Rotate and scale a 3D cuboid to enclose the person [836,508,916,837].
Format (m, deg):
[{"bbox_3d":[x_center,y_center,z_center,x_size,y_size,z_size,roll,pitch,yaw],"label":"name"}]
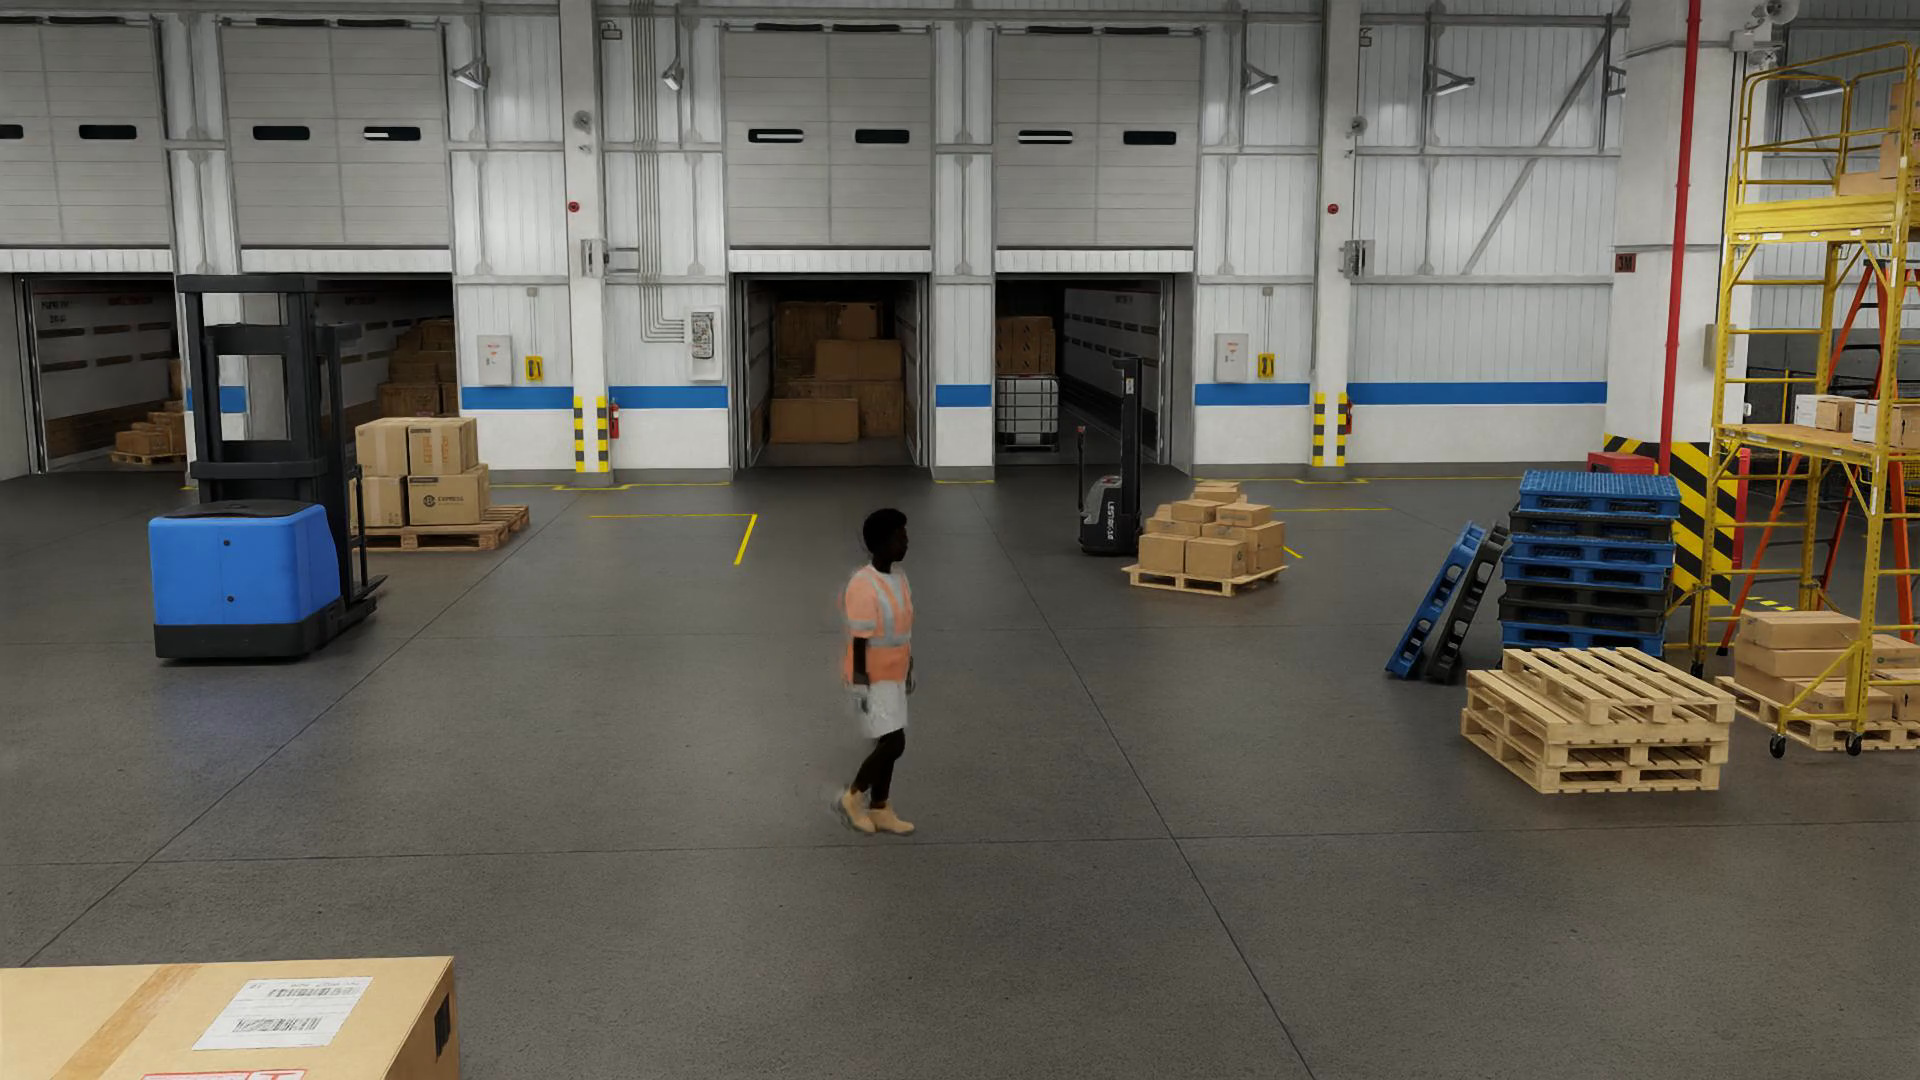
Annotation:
[{"bbox_3d":[-0.371,0.673,8.257,0.369,1.683,0.547,3,10,20],"label":"person"}]

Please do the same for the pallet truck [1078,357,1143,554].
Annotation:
[{"bbox_3d":[2.088,-0.836,16.757,1.885,1.965,0.823,2,9,13],"label":"pallet truck"}]

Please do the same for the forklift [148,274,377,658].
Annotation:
[{"bbox_3d":[-5.348,-0.627,12.681,1.129,2.768,1.873,-1,9,-4],"label":"forklift"}]
